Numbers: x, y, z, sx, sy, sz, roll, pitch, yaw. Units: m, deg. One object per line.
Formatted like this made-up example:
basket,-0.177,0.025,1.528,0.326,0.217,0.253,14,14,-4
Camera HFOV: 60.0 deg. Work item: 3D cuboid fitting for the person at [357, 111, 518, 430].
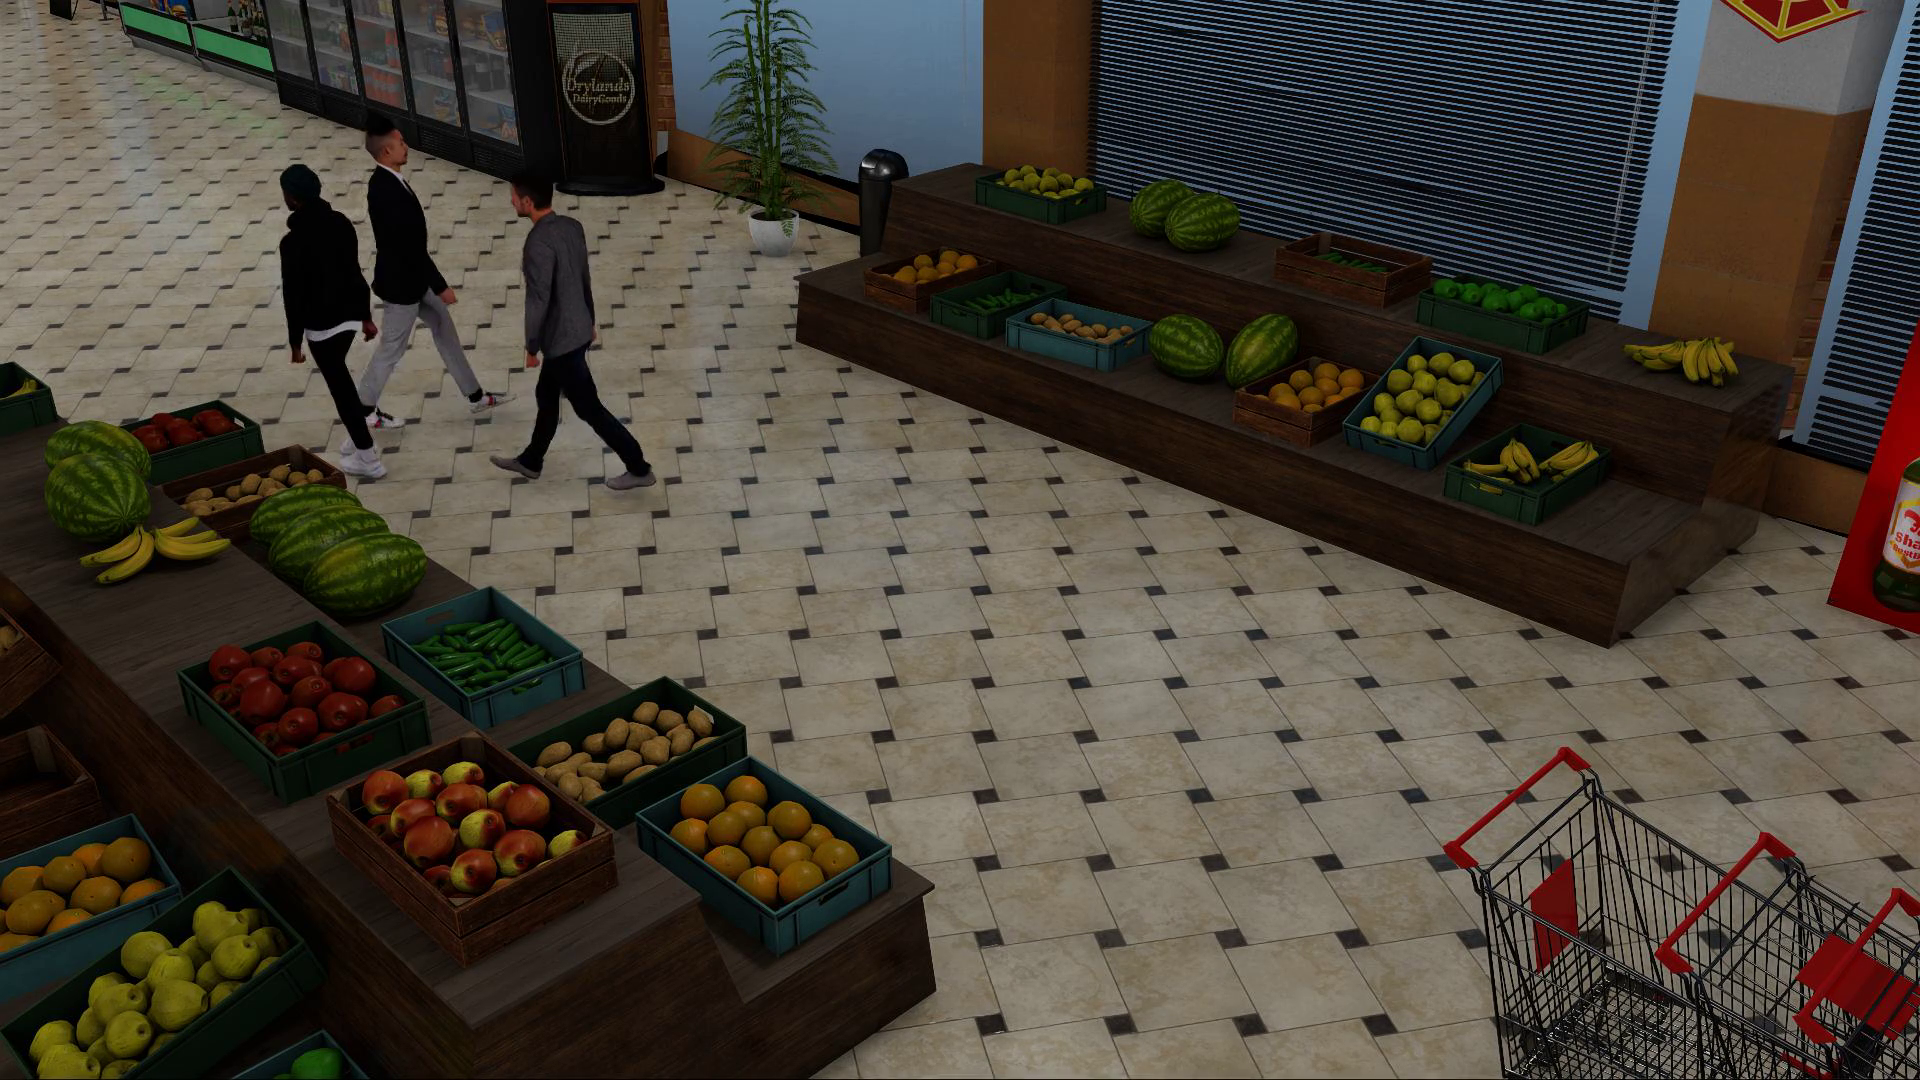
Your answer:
person,-3.387,-1.523,9.835,1.184,1.908,1.264,-6,28,-13

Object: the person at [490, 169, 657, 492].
person,-2.066,-1.064,9.033,1.333,1.816,1.189,4,27,8

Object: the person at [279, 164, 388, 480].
person,-3.432,-1.190,9.296,0.831,1.802,0.814,11,29,20
